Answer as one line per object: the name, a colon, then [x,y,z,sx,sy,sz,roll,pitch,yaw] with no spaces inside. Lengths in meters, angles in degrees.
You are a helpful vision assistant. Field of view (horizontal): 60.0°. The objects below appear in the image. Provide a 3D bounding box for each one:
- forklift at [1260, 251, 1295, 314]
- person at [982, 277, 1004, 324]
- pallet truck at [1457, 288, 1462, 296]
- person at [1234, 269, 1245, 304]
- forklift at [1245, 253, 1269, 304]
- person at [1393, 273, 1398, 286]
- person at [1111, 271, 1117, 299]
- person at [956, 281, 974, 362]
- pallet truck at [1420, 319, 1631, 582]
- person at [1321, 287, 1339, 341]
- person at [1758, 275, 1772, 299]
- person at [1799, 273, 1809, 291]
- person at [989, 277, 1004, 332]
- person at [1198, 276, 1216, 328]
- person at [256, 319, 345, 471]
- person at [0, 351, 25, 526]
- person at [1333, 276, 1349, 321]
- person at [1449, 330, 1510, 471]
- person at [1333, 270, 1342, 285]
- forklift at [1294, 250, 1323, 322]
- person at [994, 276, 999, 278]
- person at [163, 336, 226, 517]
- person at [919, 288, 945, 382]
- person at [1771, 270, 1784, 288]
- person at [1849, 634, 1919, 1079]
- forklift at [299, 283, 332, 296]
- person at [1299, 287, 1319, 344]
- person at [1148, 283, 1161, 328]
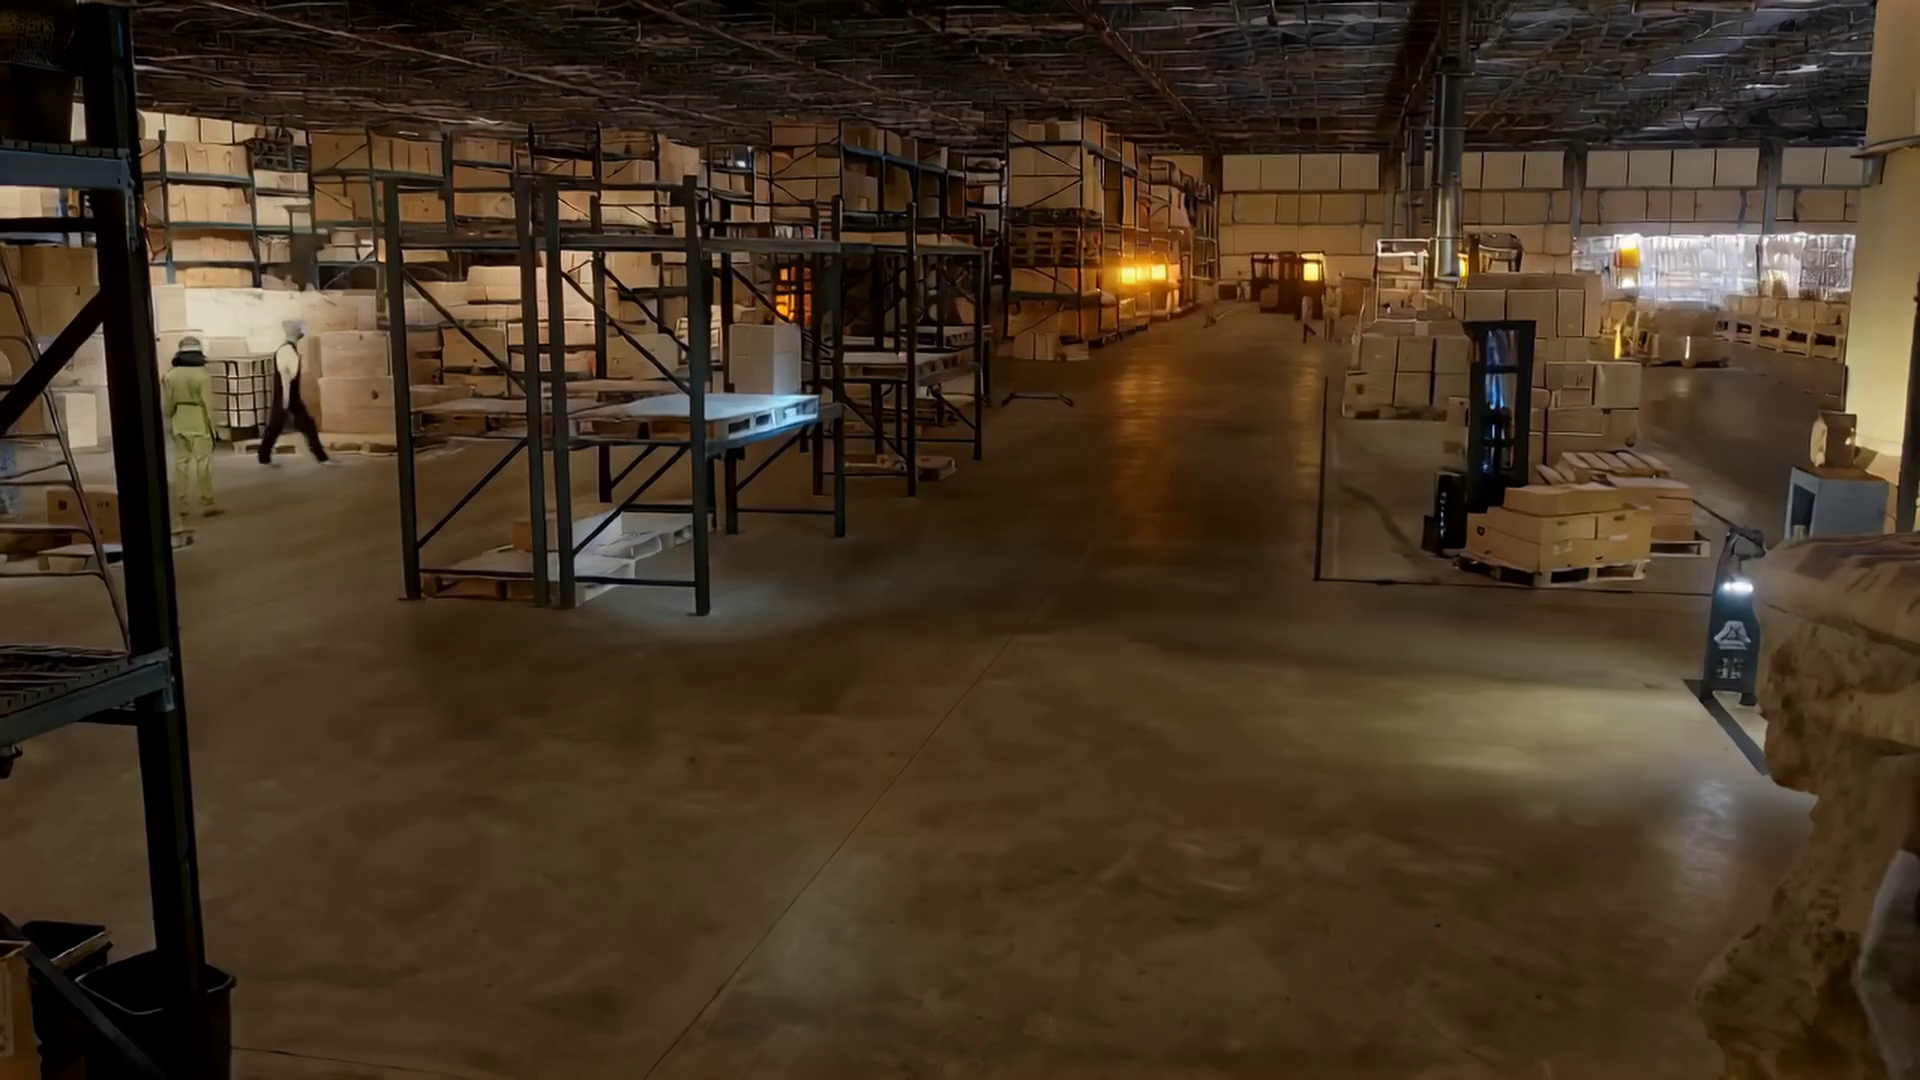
forklift: [14.490,-11.504,74.327,1.129,2.768,1.873,-9,13,-44]
person: [1.297,-9.176,63.737,0.802,1.805,0.607,1,10,3]
pallet truck: [20.506,-9.785,68.819,0.653,1.274,1.630,2,10,12]
person: [15.657,-14.142,92.811,0.655,1.921,0.547,1,10,6]
forklift: [16.448,-14.380,91.357,1.129,2.768,1.873,-1,10,-7]
person: [23.094,-13.294,88.323,0.485,1.735,0.347,-6,11,-32]
person: [8.343,-13.623,89.804,0.655,1.891,0.527,0,10,2]
person: [0.172,-5.282,40.280,0.662,1.943,0.674,-4,10,-23]
pallet truck: [4.543,-0.757,13.299,0.823,1.965,1.885,-4,10,-22]
person: [11.199,-6.839,50.356,0.542,1.648,0.889,2,10,14]
person: [35.288,-10.716,72.861,0.948,1.793,0.584,-8,13,-40]
person: [35.393,-10.246,69.762,0.405,1.905,0.650,6,11,31]
person: [1.279,-8.052,56.905,0.646,1.871,0.897,-1,10,-5]
person: [8.872,-8.526,59.642,0.527,1.877,0.679,0,10,2]
person: [-7.832,-1.699,19.526,0.997,1.785,0.512,-5,11,-28]
person: [-8.925,-1.074,15.396,0.367,1.932,0.623,-5,11,-27]
person: [15.408,-9.778,67.288,0.609,1.813,0.789,1,10,7]
person: [5.675,-1.464,17.981,0.533,1.830,0.646,-1,10,-9]
person: [18.210,-11.995,80.045,0.613,1.937,0.416,-7,12,-38]
forklift: [13.778,-10.002,65.433,1.129,2.768,1.873,2,10,12]
person: [2.168,-14.305,93.894,1.039,1.875,0.562,9,13,42]
person: [-7.376,-1.086,16.002,0.492,1.740,0.325,1,10,5]
person: [-0.542,-4.023,32.868,0.652,1.925,0.565,1,10,7]
person: [36.114,-10.940,73.616,0.646,1.983,0.422,-2,10,-12]
person: [2.620,0.786,4.302,0.660,1.950,0.485,-5,11,-28]
forklift: [-19.566,-7.476,50.475,1.129,2.768,1.873,-2,10,-12]
person: [10.174,-6.533,48.457,0.442,1.686,0.539,1,10,3]
person: [6.903,-8.469,60.093,0.737,1.607,0.508,1,10,6]
